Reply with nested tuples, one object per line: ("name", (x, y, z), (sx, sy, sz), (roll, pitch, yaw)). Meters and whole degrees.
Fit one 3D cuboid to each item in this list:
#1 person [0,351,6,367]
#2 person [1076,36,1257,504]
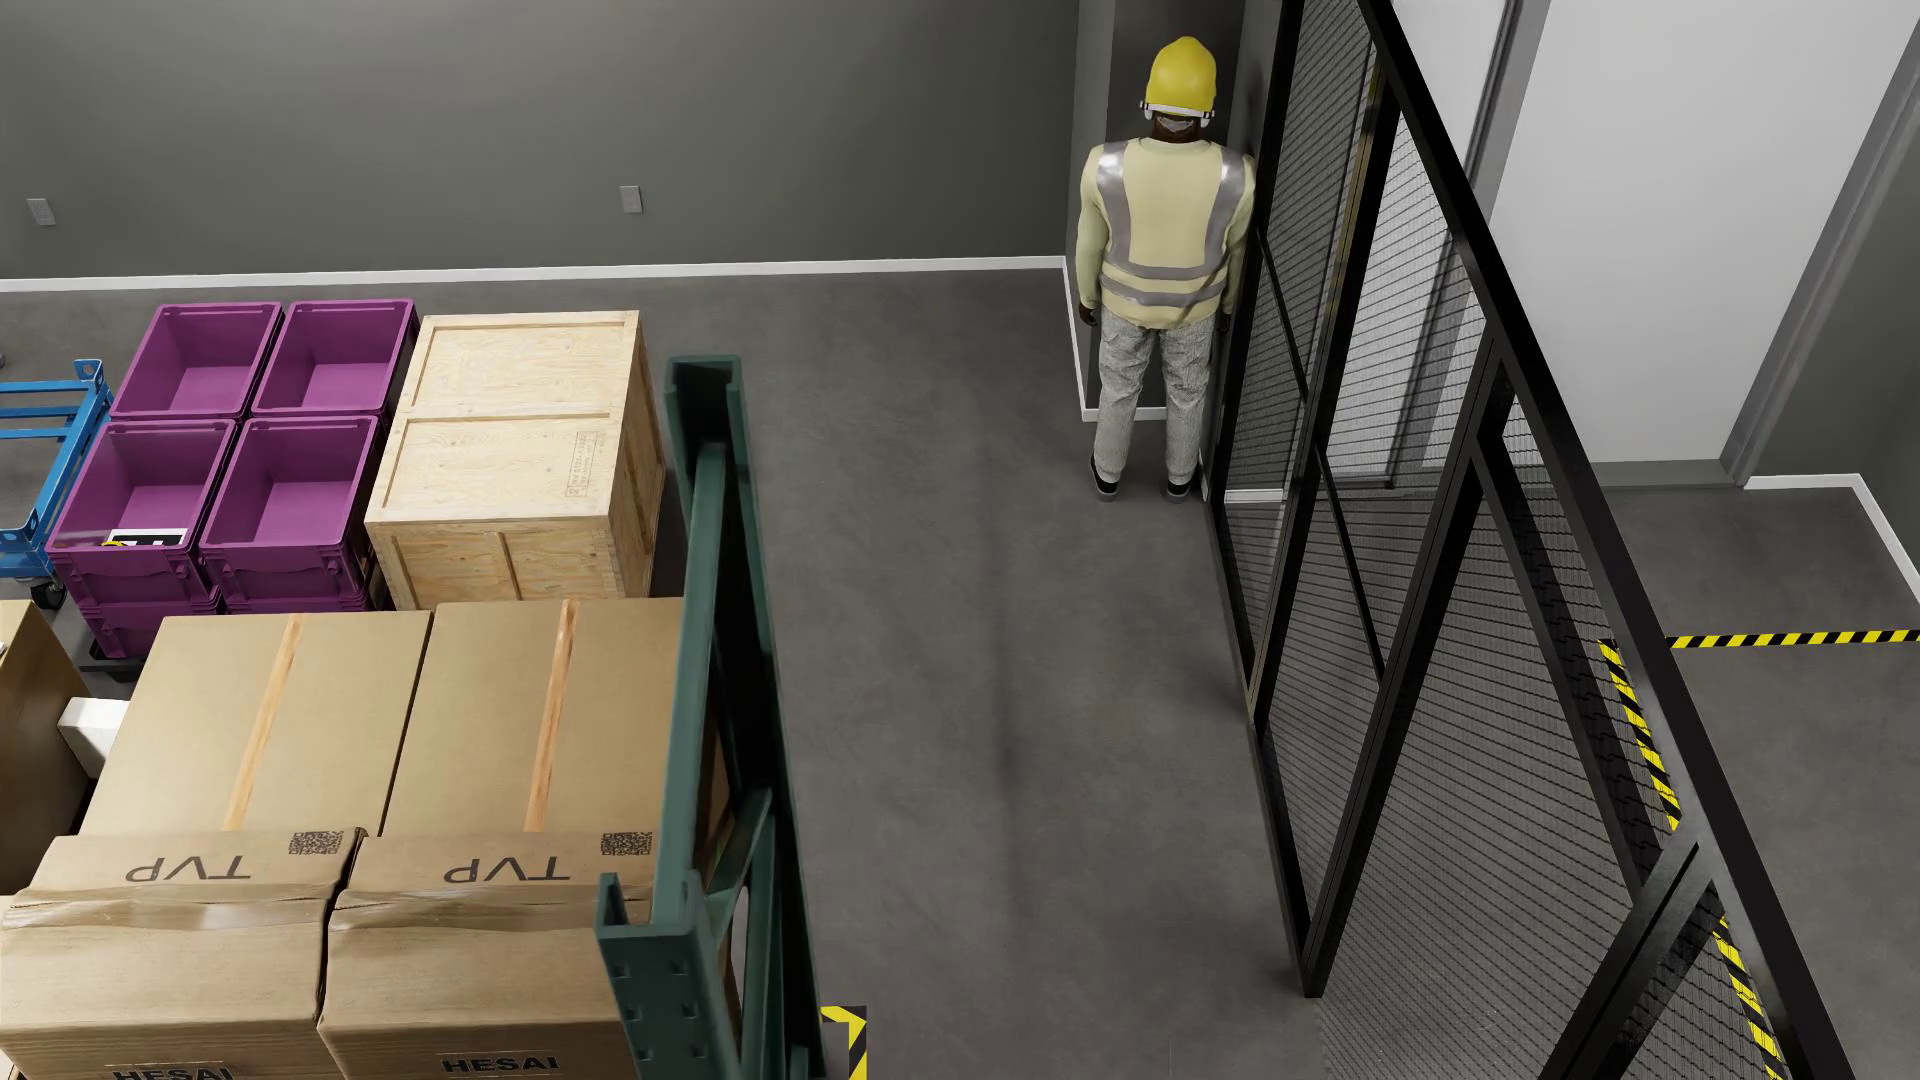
("person", (-4.038, -1.266, 5.965), (0.372, 1.940, 0.629), (-3, 46, -3))
("person", (0.682, -0.853, 5.643), (0.590, 1.833, 0.404), (4, 46, 3))
